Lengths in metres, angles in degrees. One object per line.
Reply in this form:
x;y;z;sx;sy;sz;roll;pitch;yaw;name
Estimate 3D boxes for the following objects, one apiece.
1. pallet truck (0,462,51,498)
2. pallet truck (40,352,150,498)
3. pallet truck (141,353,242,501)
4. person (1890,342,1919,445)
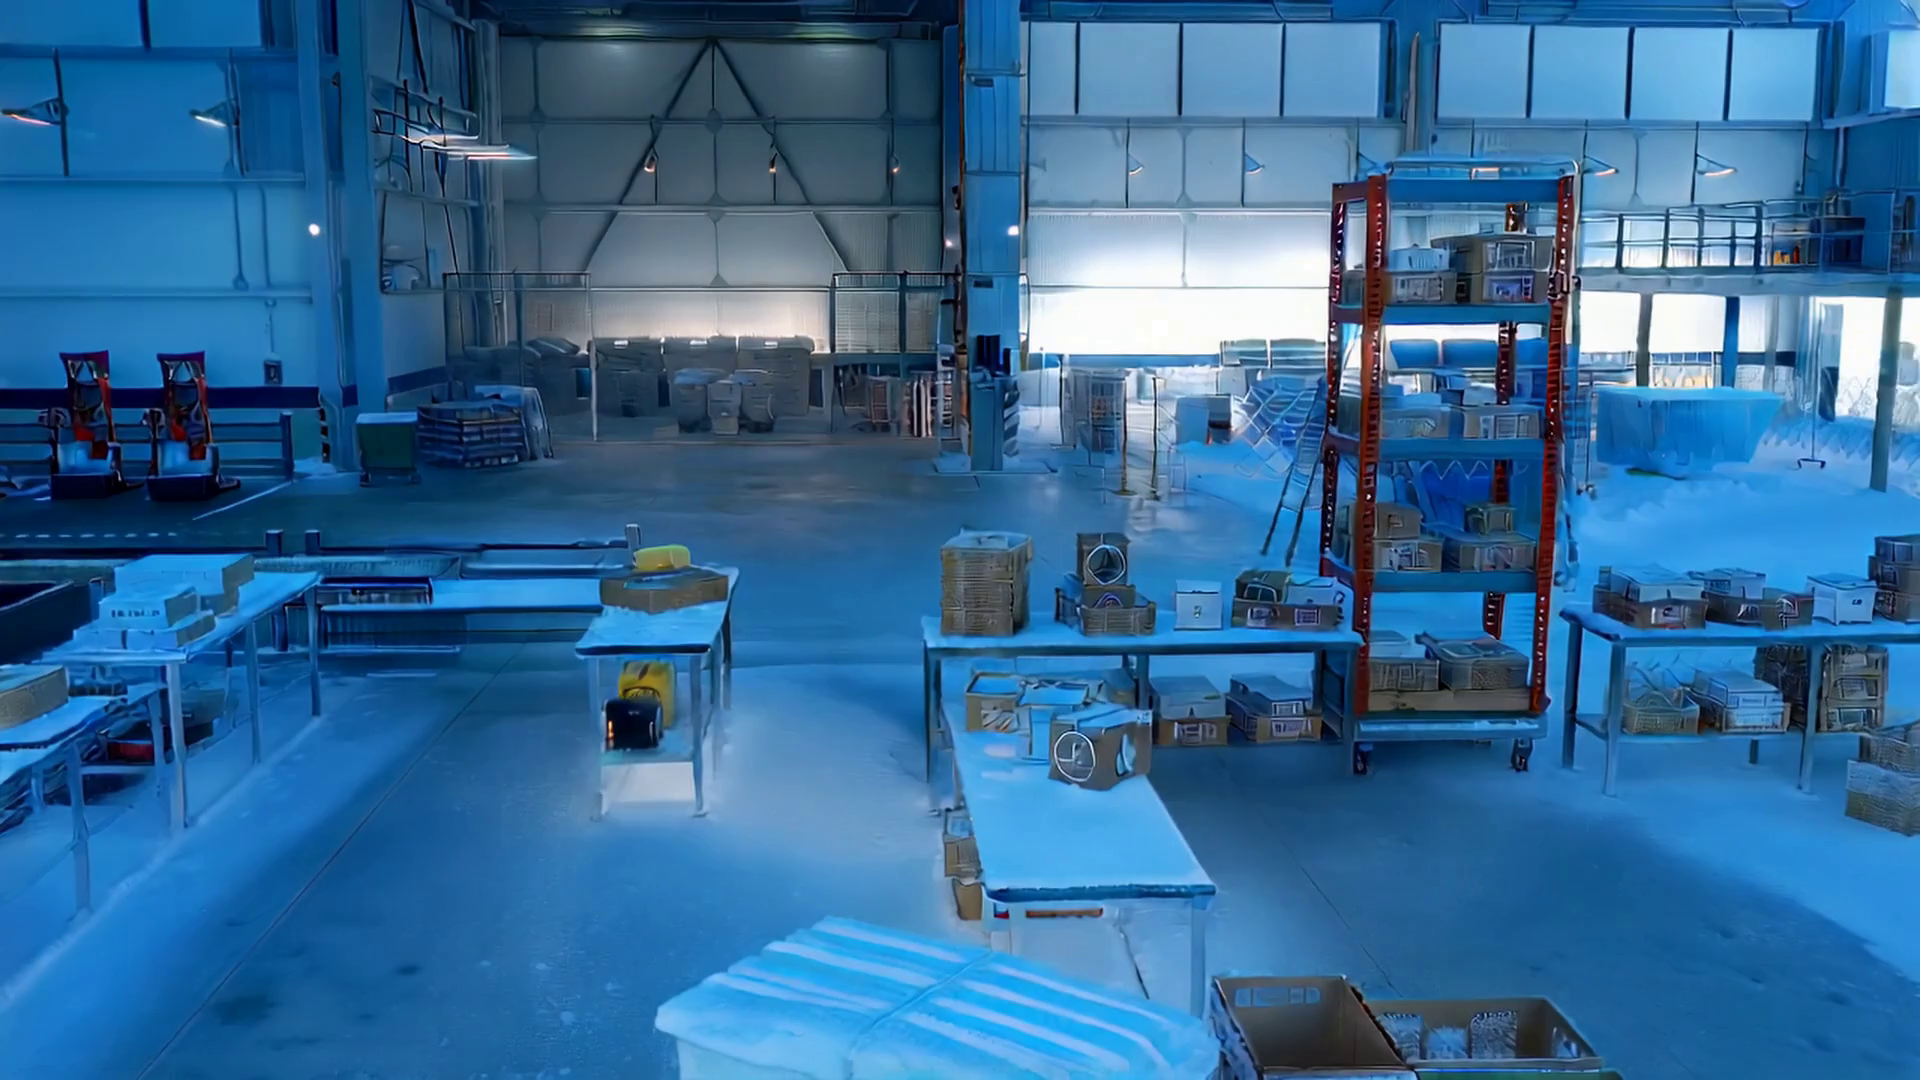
-13.193;-1.293;23.148;0.653;1.274;1.630;-1;9;-4;pallet truck
-11.907;-1.642;23.165;0.823;1.965;1.885;0;9;0;pallet truck
-10.520;-1.604;22.925;0.823;1.965;1.885;-1;9;-6;pallet truck
17.066;-2.675;30.135;0.582;1.842;0.976;0;9;1;person
